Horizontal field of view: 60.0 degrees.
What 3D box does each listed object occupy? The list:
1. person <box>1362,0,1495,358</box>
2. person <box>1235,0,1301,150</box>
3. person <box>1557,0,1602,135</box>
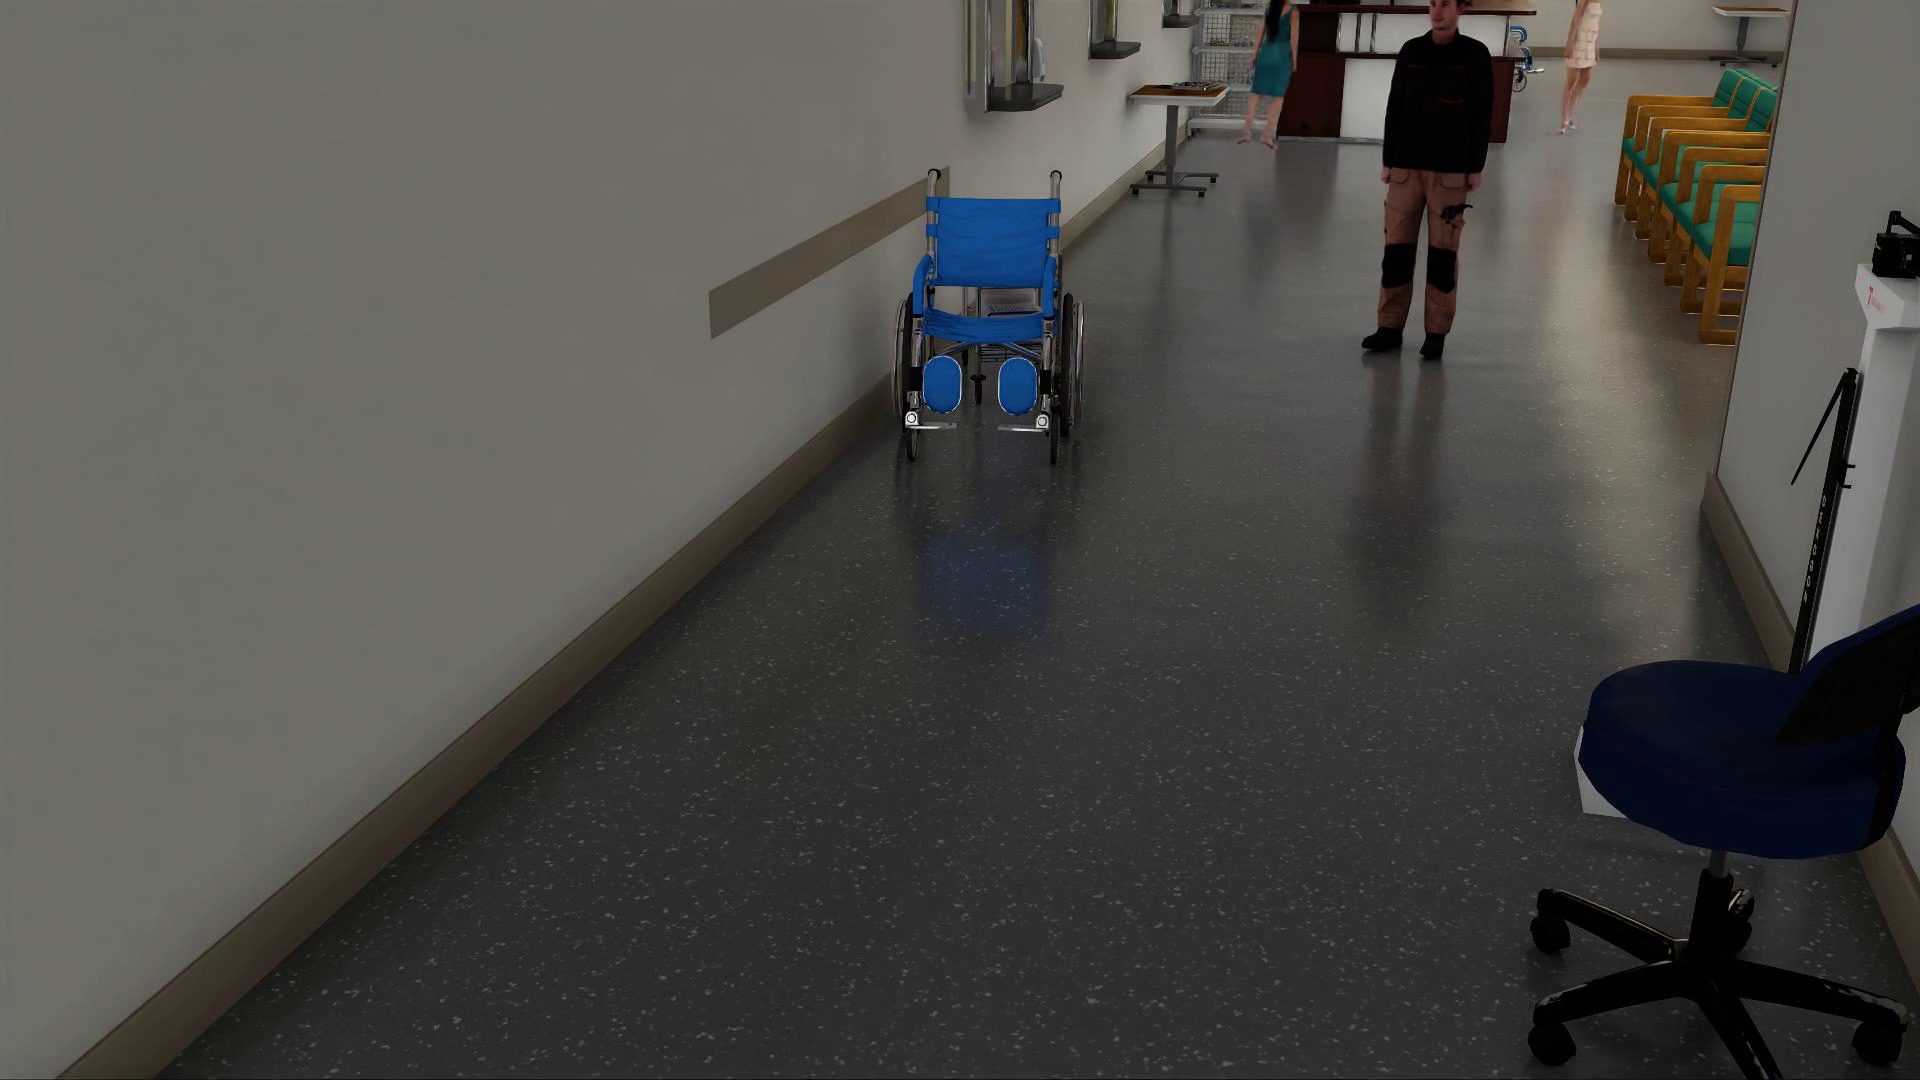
[{"bbox_3d":[2.456,-1.925,8.660,0.643,1.924,0.822,12,24,29],"label":"person"},{"bbox_3d":[3.010,-4.662,16.232,0.637,1.679,0.835,10,23,26],"label":"person"},{"bbox_3d":[6.457,-5.142,17.445,0.719,1.717,0.727,-10,23,-25],"label":"person"}]
